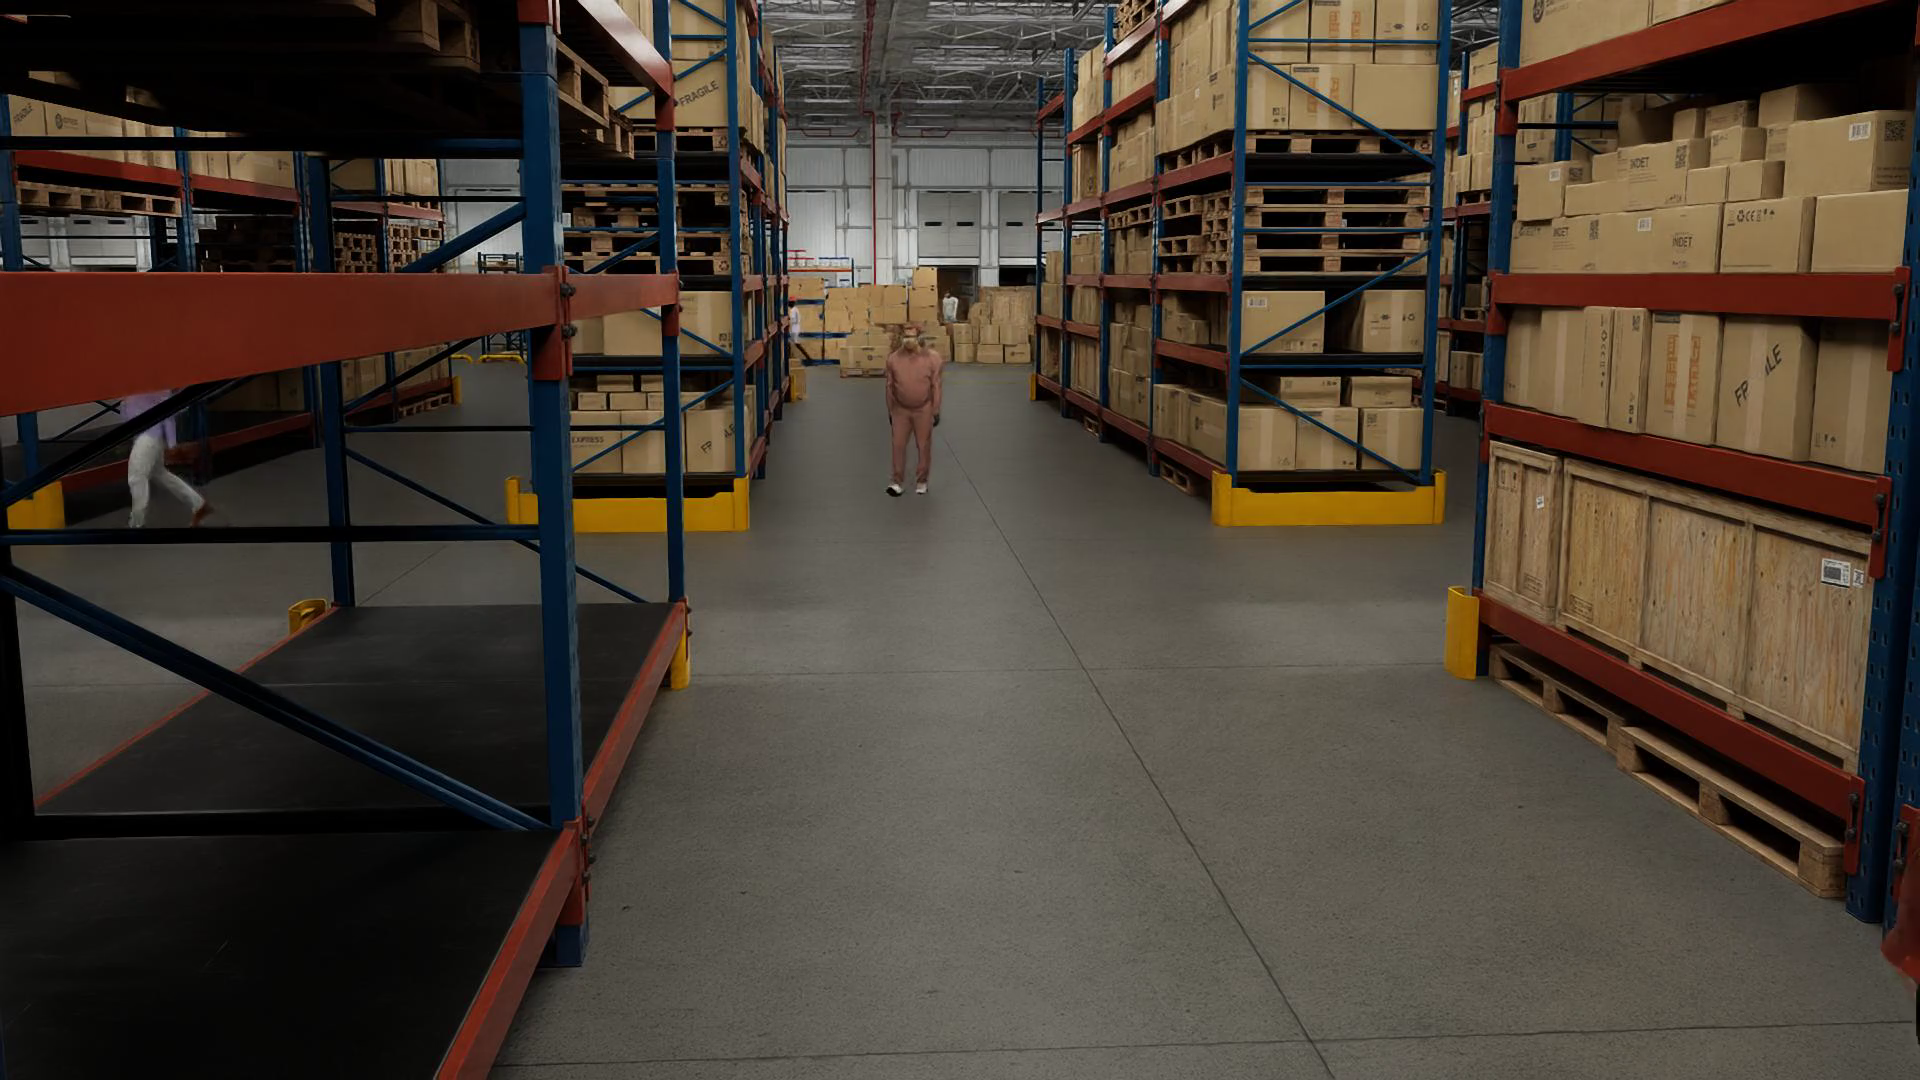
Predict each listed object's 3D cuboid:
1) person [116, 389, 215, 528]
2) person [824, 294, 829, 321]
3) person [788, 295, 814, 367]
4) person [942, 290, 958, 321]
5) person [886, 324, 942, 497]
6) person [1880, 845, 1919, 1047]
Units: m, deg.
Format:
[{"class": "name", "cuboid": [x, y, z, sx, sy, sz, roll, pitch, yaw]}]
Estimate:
[{"class": "person", "cuboid": [-7.321, -0.953, 15.191, 0.632, 1.905, 0.943, 8, 12, 42]}, {"class": "person", "cuboid": [-3.952, -6.535, 50.404, 0.342, 1.846, 0.508, 2, 9, 13]}, {"class": "person", "cuboid": [-4.306, -5.496, 43.740, 0.950, 1.903, 0.555, 0, 9, -1]}, {"class": "person", "cuboid": [-0.393, -8.108, 60.174, 0.632, 1.884, 1.004, 4, 10, 24]}, {"class": "person", "cuboid": [-0.520, -1.387, 18.028, 0.647, 1.867, 0.951, 1, 9, 8]}, {"class": "person", "cuboid": [0.995, 1.186, 1.758, 0.570, 1.886, 0.969, 2, 9, 10]}]
